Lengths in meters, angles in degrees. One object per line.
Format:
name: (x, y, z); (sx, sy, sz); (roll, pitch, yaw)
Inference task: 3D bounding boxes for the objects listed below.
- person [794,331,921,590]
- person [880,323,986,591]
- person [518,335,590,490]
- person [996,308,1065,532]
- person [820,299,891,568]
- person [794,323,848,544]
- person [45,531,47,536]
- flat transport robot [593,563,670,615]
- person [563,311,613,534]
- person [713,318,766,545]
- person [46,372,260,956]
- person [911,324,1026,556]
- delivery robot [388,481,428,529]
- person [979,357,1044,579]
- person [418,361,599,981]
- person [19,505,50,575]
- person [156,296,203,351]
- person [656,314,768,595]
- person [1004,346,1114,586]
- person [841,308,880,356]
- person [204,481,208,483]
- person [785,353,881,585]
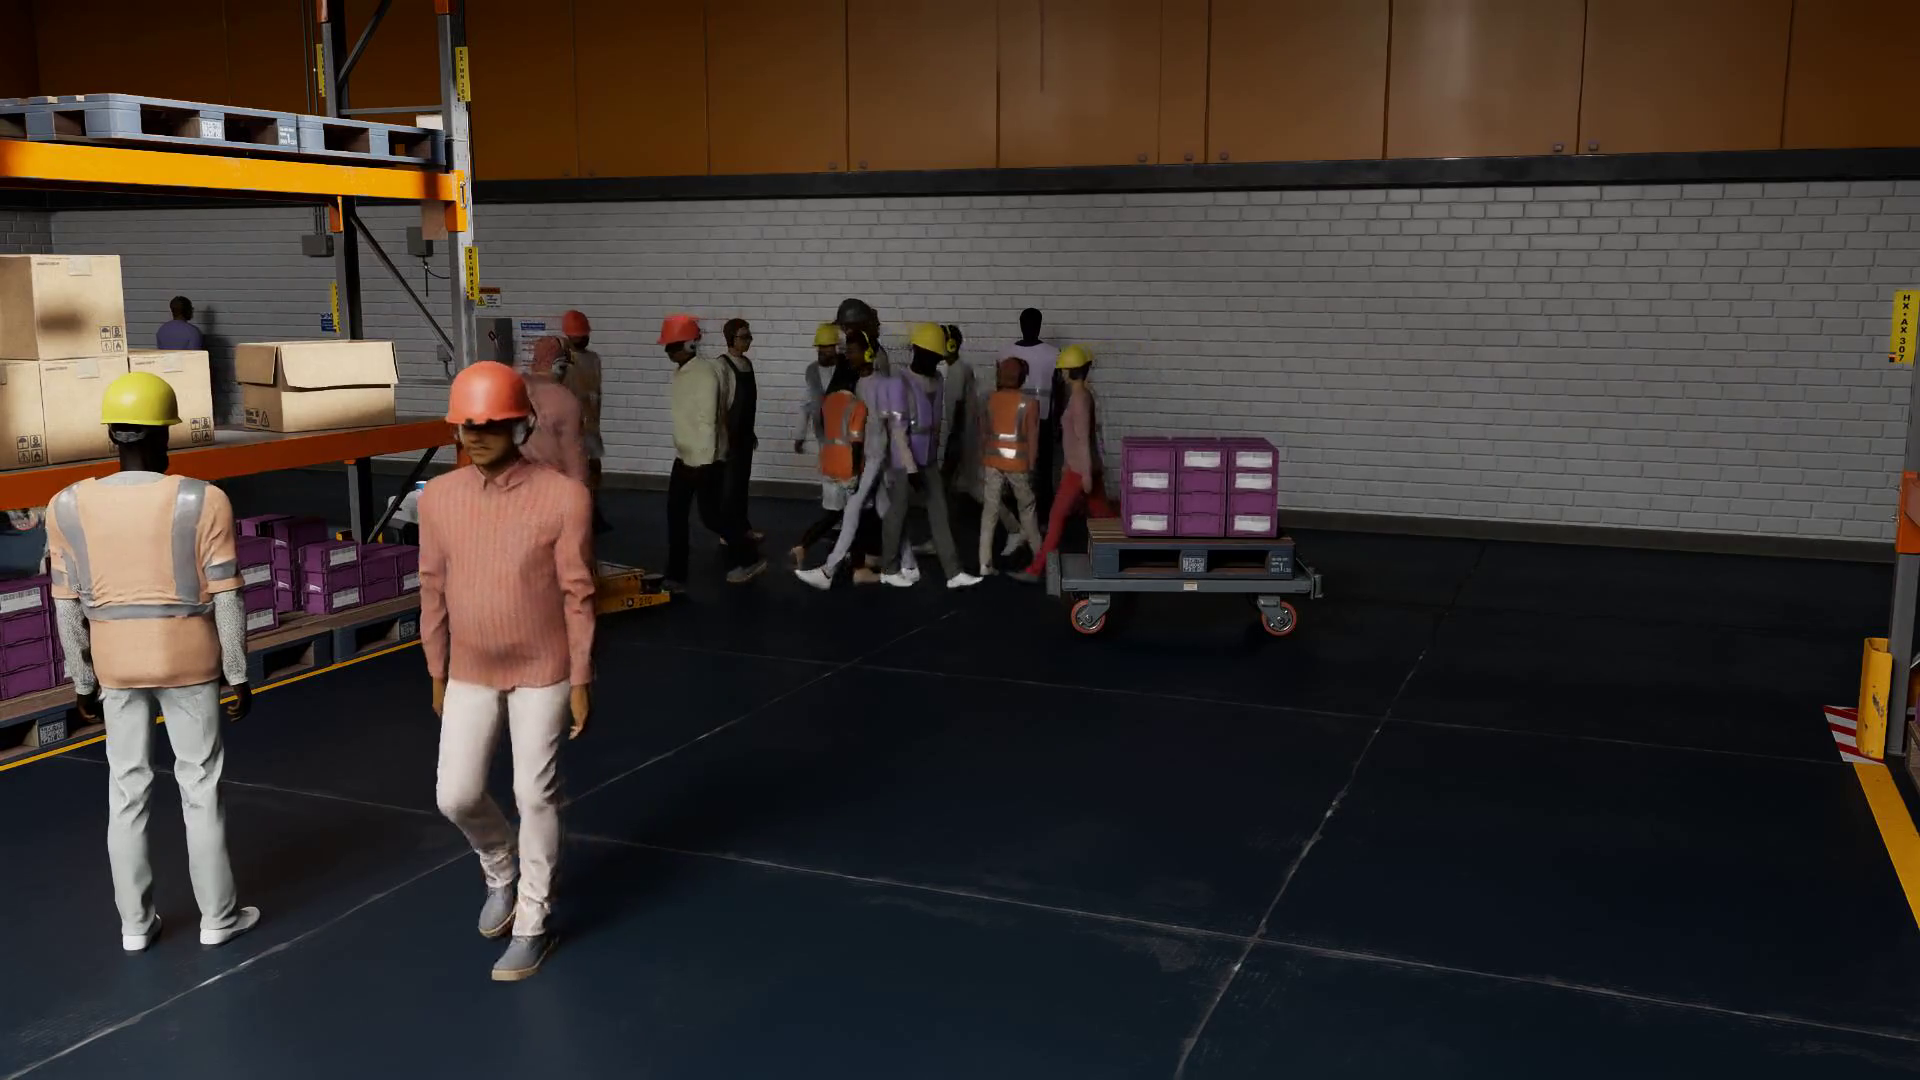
person: (-0.706, -0.554, 11.673); (0.993, 1.812, 0.557); (-4, 10, -24)
person: (-0.242, -0.559, 11.518); (0.924, 1.868, 0.593); (8, 12, 40)
person: (-2.454, -0.230, 9.553); (0.676, 1.875, 0.572); (5, 11, 30)
person: (0.602, -1.016, 14.184); (0.591, 1.915, 0.393); (2, 10, 11)
person: (-0.787, -0.814, 12.572); (0.538, 2.000, 0.687); (-3, 10, -18)
person: (-1.062, -0.861, 13.562); (0.633, 1.801, 0.727); (6, 11, 31)
person: (-6.137, -0.570, 11.432); (0.604, 1.933, 0.834); (-4, 10, -24)
flat transport robot: (-2.665, 0.285, 11.266); (1.431, 0.197, 0.652); (9, 13, 42)
person: (-3.164, -0.981, 14.027); (0.500, 1.896, 0.565); (7, 11, 35)
person: (-1.809, -0.878, 13.549); (0.335, 1.845, 0.513); (4, 10, 21)
person: (-2.639, 0.414, 5.478); (0.587, 1.928, 0.363); (-1, 9, -8)
person: (0.096, -0.773, 12.996); (0.904, 1.826, 0.571); (-1, 9, -5)
delivery robot: (-4.261, -0.225, 13.213); (0.477, 0.478, 0.707); (-8, 12, -40)
person: (0.400, -0.539, 12.240); (0.533, 1.594, 0.853); (6, 11, 31)
person: (-1.446, 0.415, 5.335); (0.616, 1.980, 0.439); (1, 9, 8)
person: (-5.610, -0.258, 10.508); (0.532, 1.594, 0.834); (3, 10, 17)
person: (-8.576, -1.729, 18.431); (0.631, 1.940, 0.372); (4, 10, 23)
person: (-1.744, -0.590, 11.515); (0.830, 1.954, 0.619); (-8, 12, -39)
person: (0.826, -0.507, 11.702); (0.949, 1.709, 0.534); (2, 10, 12)
person: (-0.818, -1.052, 14.423); (0.402, 1.906, 0.651); (-5, 11, -30)
person: (-5.365, -0.406, 11.395); (0.576, 1.599, 0.525); (-1, 9, -4)
person: (-0.869, -0.484, 11.677); (0.675, 1.670, 0.540); (-7, 12, -36)
